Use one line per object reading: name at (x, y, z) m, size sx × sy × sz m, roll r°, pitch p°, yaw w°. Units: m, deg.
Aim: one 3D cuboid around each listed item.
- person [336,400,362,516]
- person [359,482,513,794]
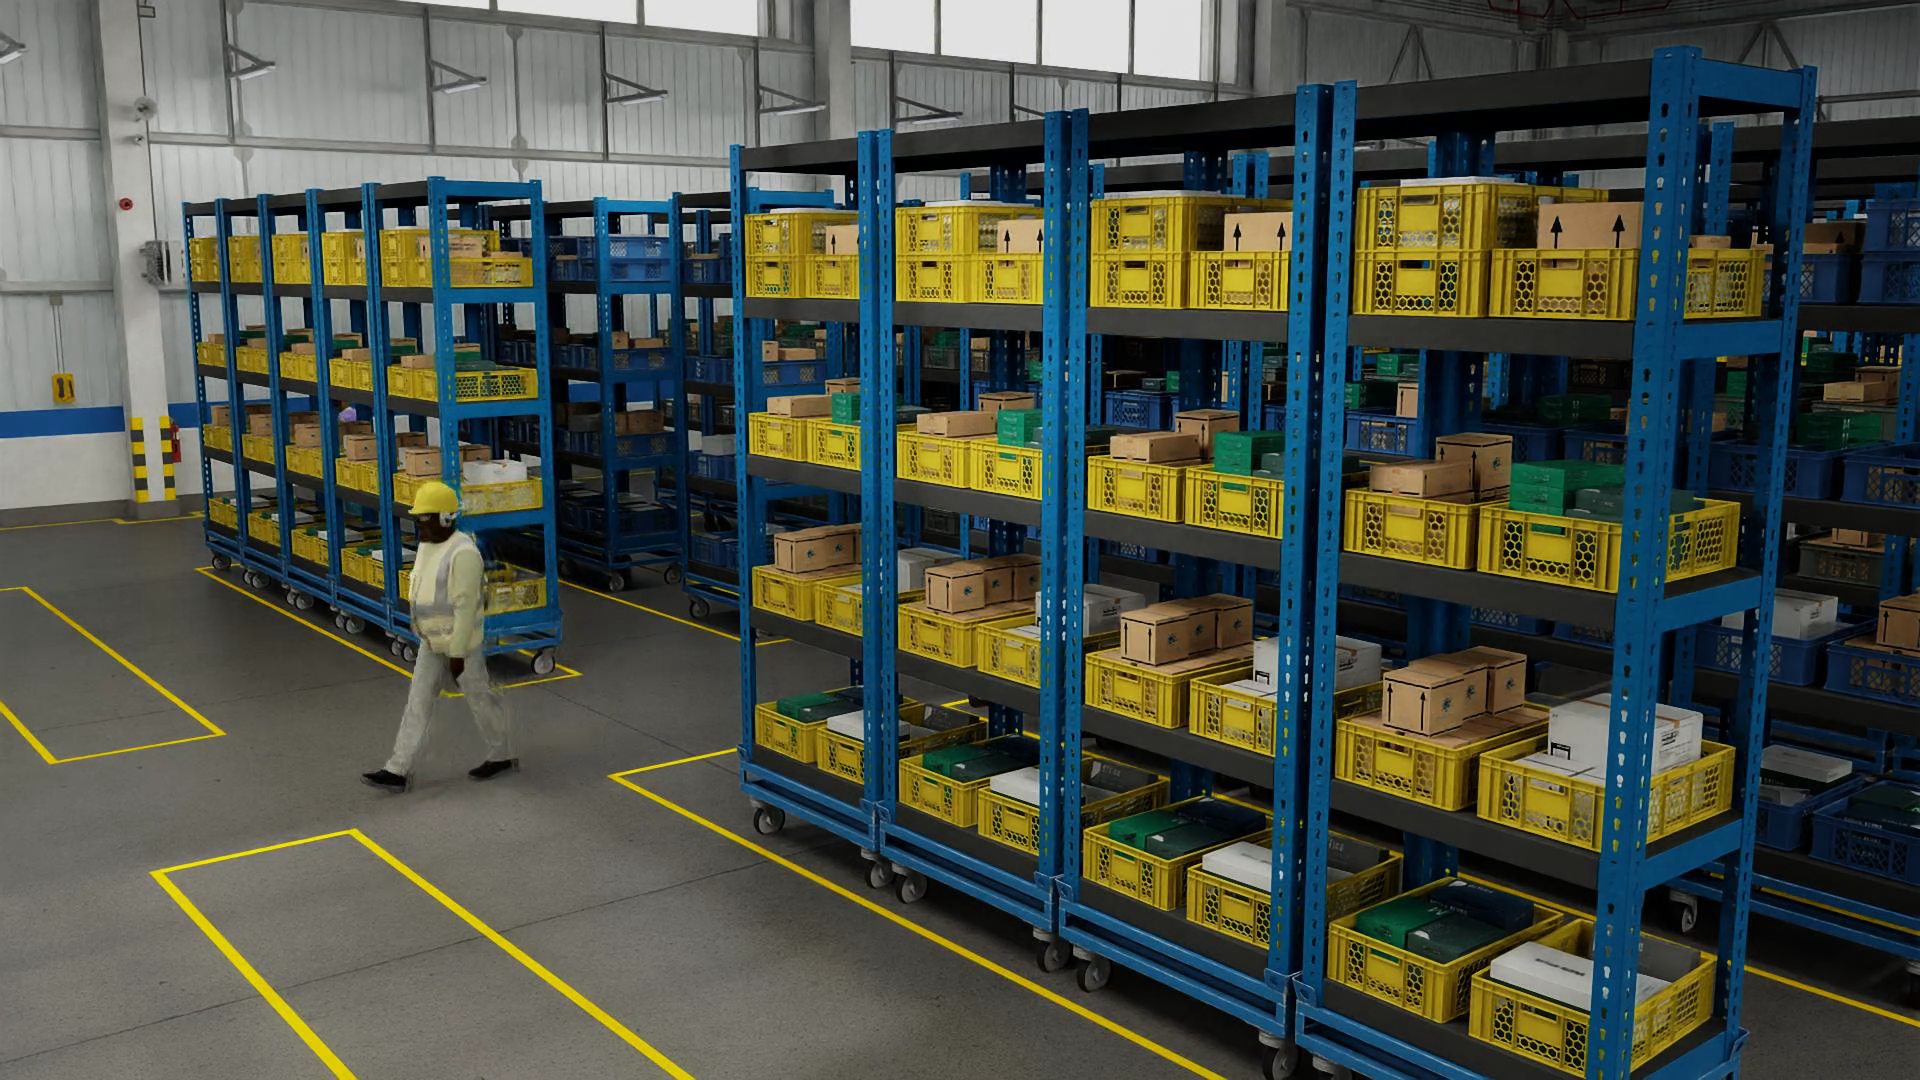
person at (-6.162, -0.687, 16.841) m, size 0.393 × 1.842 × 0.564 m, roll -2°, pitch 10°, yaw -14°
person at (-2.982, 0.560, 9.496) m, size 0.617 × 1.781 × 0.914 m, roll 9°, pitch 13°, yaw 44°
